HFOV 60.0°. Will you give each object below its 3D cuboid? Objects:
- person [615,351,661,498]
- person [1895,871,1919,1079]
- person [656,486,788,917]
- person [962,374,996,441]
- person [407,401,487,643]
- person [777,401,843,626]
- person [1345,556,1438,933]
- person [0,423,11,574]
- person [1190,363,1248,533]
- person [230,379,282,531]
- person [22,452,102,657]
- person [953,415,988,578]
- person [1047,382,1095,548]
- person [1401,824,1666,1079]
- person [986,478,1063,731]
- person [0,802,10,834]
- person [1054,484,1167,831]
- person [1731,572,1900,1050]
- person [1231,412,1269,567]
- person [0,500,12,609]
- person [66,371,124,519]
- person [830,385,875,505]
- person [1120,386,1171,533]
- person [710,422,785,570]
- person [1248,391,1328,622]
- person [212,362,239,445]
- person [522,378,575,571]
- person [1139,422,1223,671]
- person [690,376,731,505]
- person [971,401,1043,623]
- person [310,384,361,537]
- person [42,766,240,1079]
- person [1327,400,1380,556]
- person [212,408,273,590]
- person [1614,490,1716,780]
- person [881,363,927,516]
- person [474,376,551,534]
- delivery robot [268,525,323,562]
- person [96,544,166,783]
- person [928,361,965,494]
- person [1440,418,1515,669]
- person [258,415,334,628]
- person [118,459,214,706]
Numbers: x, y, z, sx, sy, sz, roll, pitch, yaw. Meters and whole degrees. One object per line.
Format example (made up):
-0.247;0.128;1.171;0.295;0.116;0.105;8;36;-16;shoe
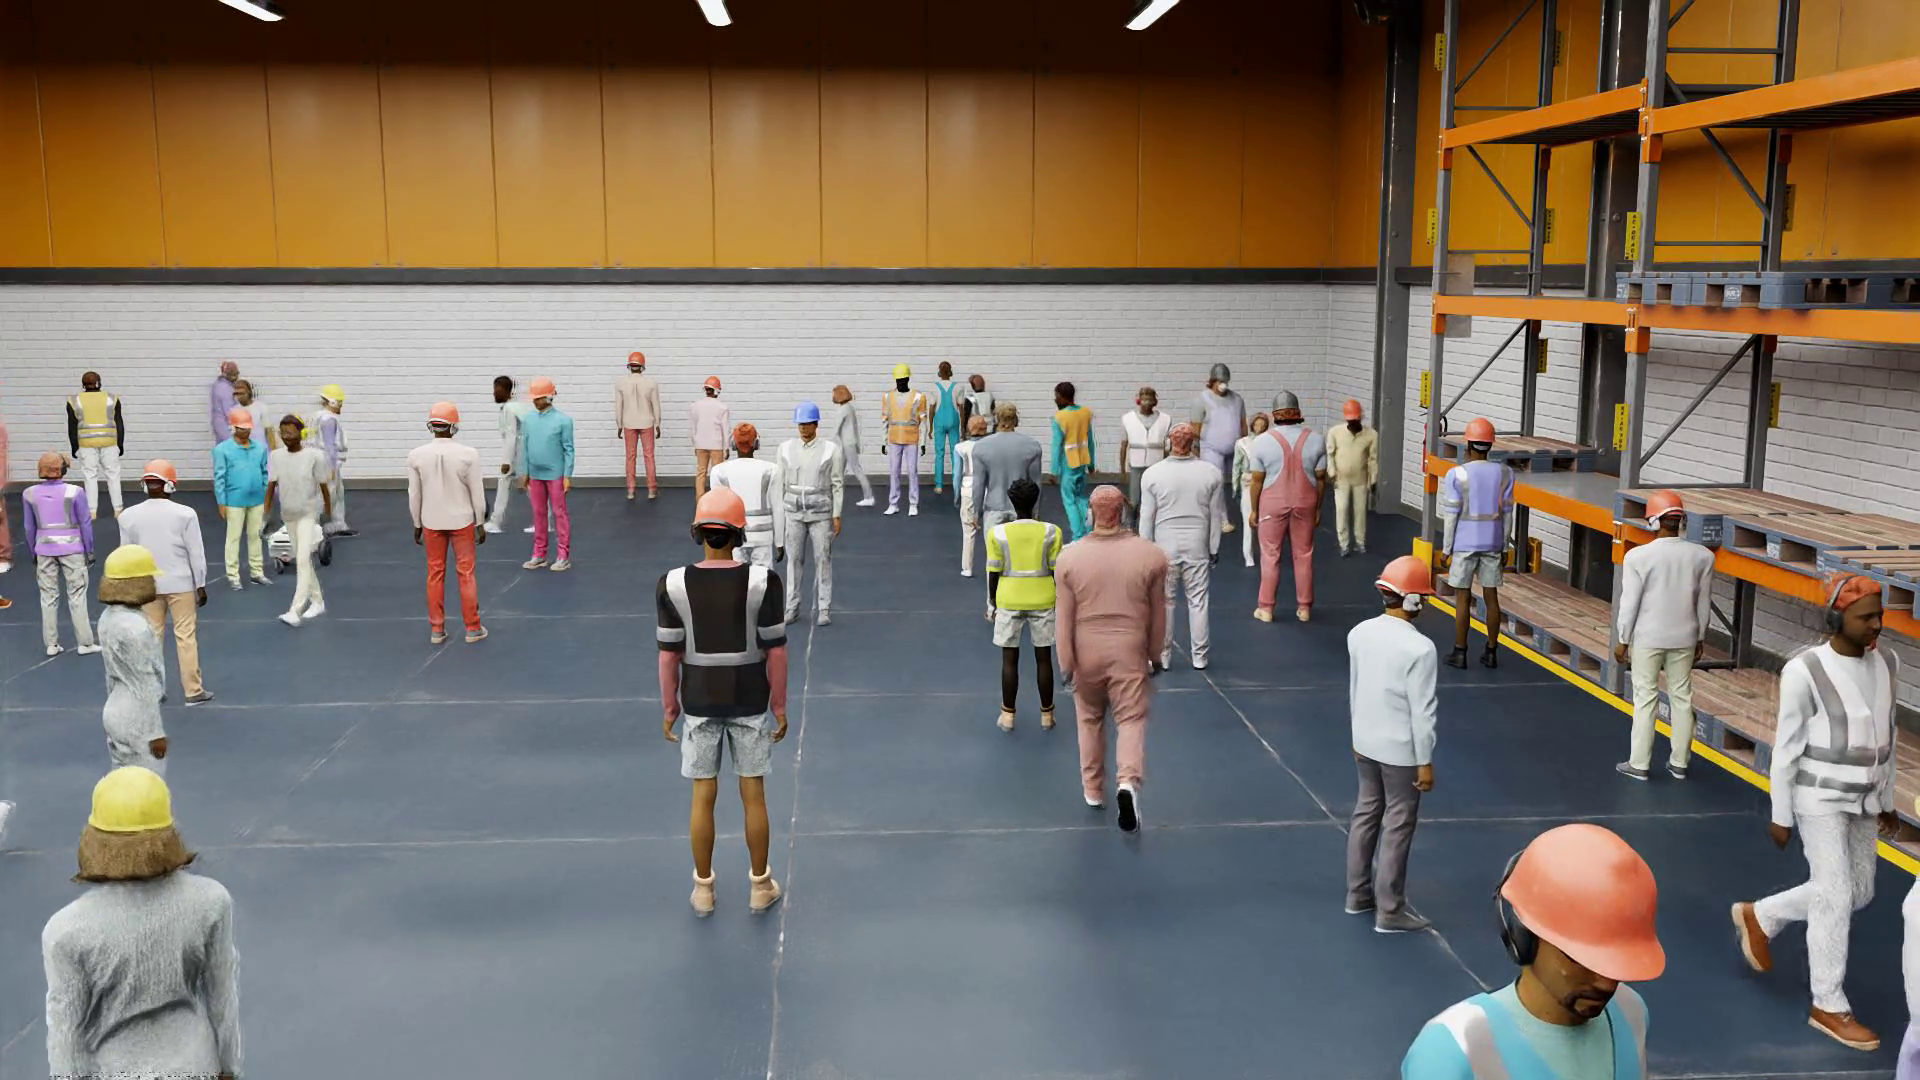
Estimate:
-4.358;-1.555;22.560;0.611;1.996;0.378;-1;9;-3;person
2.799;1.424;4.707;0.356;1.731;0.584;2;9;13;person
-1.112;0.764;7.852;0.605;2.045;0.378;-1;9;-3;person
0.266;-1.544;23.632;0.564;1.627;0.431;-7;11;-36;person
-4.210;-0.144;13.699;0.611;1.996;0.378;-1;9;-3;person
-1.310;-0.228;14.376;0.602;1.949;0.391;1;9;9;person
2.023;0.937;7.707;0.349;1.743;0.561;-4;10;-22;person
-9.838;-0.536;16.591;0.646;1.868;0.890;-1;9;-4;person
3.101;-1.154;19.907;0.677;2.000;1.002;-4;10;-23;person
-8.286;-1.004;19.676;0.571;1.814;0.631;2;9;13;person
-7.128;0.115;13.190;0.514;1.640;0.310;-1;9;-3;person
0.185;-0.432;16.625;0.514;1.640;0.310;-1;9;-3;person
1.244;-0.802;18.237;0.407;1.873;0.709;8;12;41;person
1.106;1.515;3.166;0.605;2.034;0.392;-6;11;-32;person
0.433;0.432;11.037;0.531;1.693;0.320;-1;9;-3;person
-5.224;0.902;8.353;0.698;1.613;0.507;-9;13;-44;person
0.827;0.637;9.165;0.629;1.883;0.814;1;9;5;person
3.460;1.034;6.709;0.575;1.867;0.697;-4;10;-25;person
3.091;-0.522;17.242;0.570;1.618;0.388;1;9;4;person
-8.899;-0.284;14.936;0.573;1.883;0.355;-1;9;-3;person
-10.727;-1.176;20.685;0.619;1.839;0.430;-5;10;-29;person
-1.503;-1.242;21.888;0.865;1.579;0.500;2;9;11;person
2.043;-0.803;18.405;0.562;1.823;0.653;0;9;-2;person
-1.657;0.016;13.038;0.573;1.887;0.355;-1;9;-3;person
2.839;-0.305;14.572;0.674;2.000;0.535;-1;9;-3;person
-9.959;-1.500;22.655;0.396;1.865;0.763;-6;11;-34;person
-4.241;-0.672;17.053;0.609;1.985;0.392;4;10;23;person
1.676;0.056;12.720;0.639;1.910;0.406;-1;9;-3;person
-3.169;-1.225;21.302;0.558;1.742;0.372;3;10;19;person
0.407;-0.237;14.483;0.627;1.935;0.371;-1;9;-3;person
-7.297;-0.883;18.986;0.717;1.796;0.633;-5;10;-27;person
-2.174;1.458;4.475;0.413;1.726;0.498;8;12;42;person
4.226;-0.663;17.932;0.570;1.684;0.815;2;9;11;person
-6.903;-0.400;16.074;0.346;1.746;0.573;7;11;36;person
4.208;0.572;9.993;0.562;1.743;0.337;-1;9;-3;person
-0.712;-1.258;20.916;0.593;1.924;0.384;2;9;14;person
-5.234;-0.981;19.366;0.932;1.861;0.623;-4;10;-25;person
-6.814;-0.008;17.065;0.477;0.478;0.707;0;9;-1;delivery robot
-3.965;0.884;8.041;0.301;1.743;0.488;-8;12;-42;person
-0.188;-1.554;23.046;0.504;1.840;0.344;-1;9;-3;person
3.960;0.031;12.784;0.542;1.939;0.361;-1;9;-3;person
-5.762;-0.165;14.383;0.510;1.823;0.966;1;9;9;person
-5.565;0.303;11.680;0.562;1.743;0.337;-1;9;-3;person
